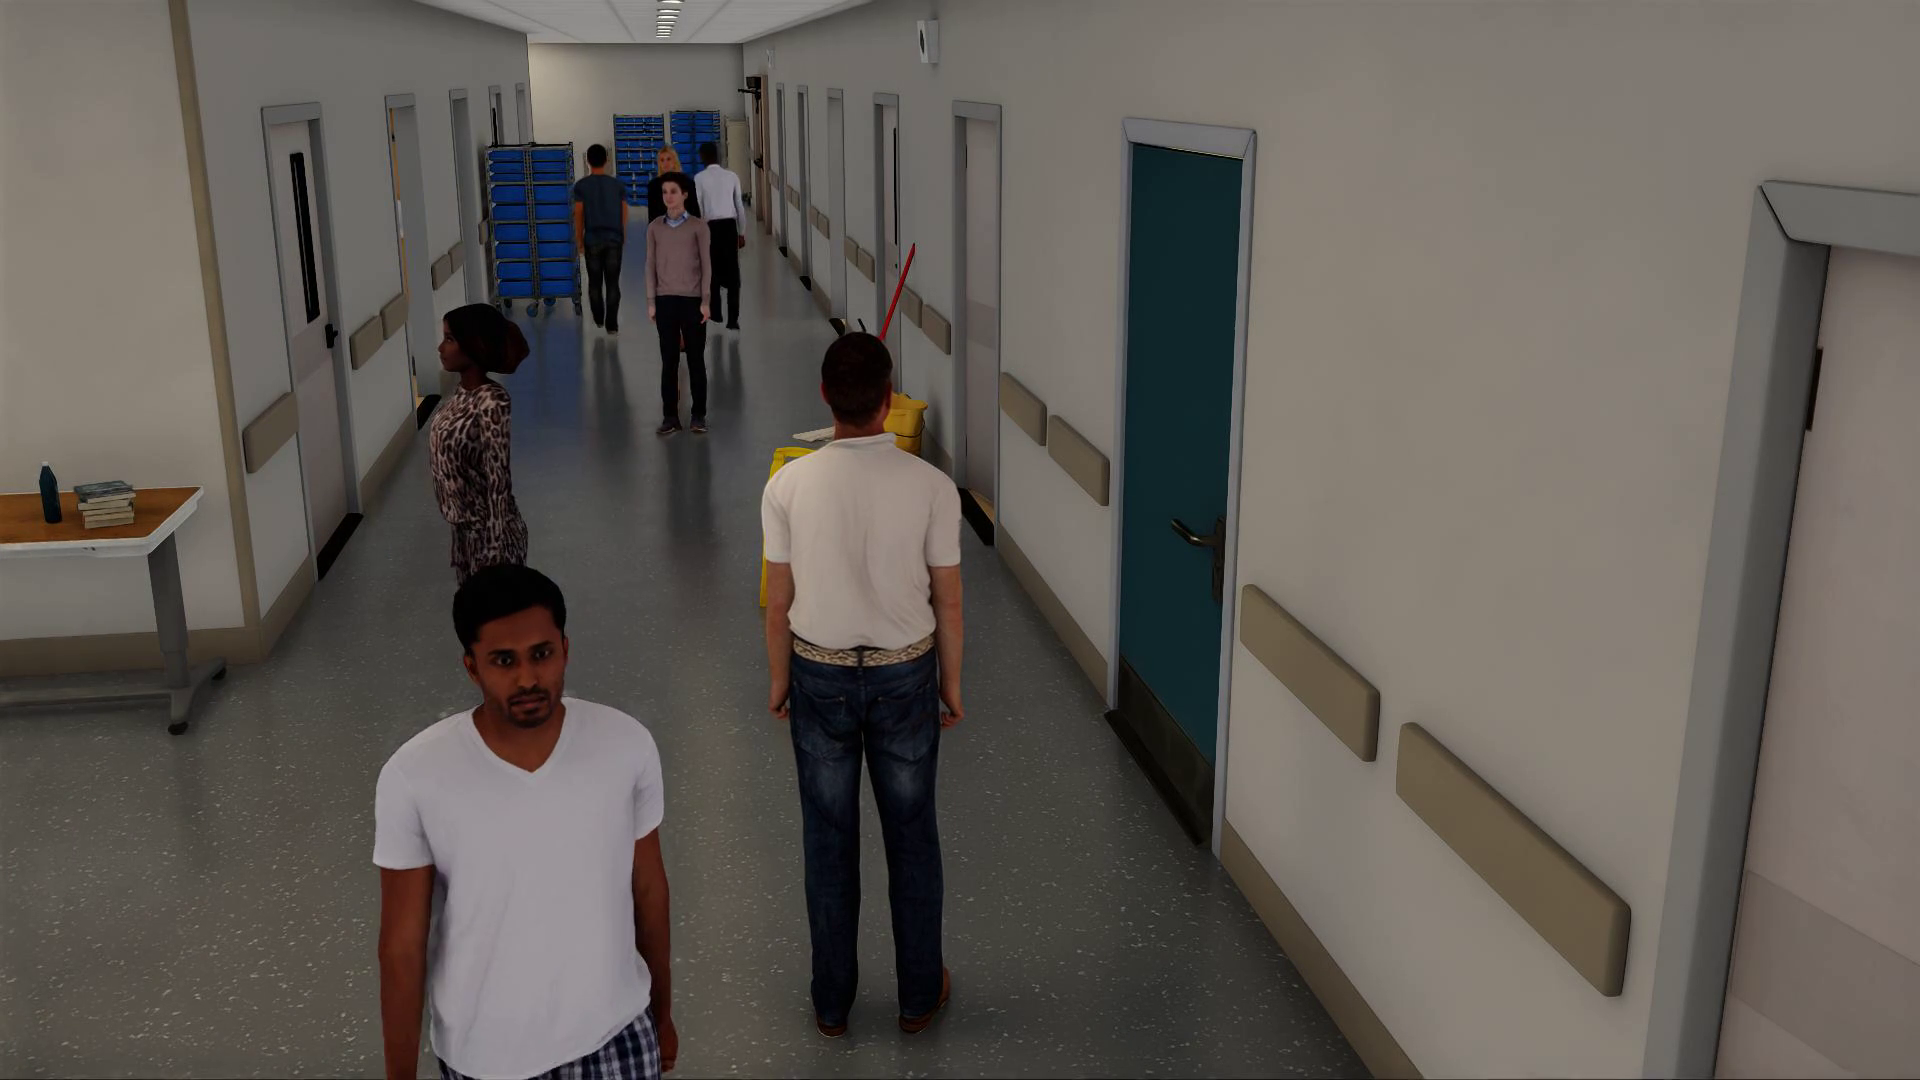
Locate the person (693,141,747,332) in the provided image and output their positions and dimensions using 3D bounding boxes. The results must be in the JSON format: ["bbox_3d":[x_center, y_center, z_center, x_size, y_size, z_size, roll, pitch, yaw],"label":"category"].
[{"bbox_3d":[-2.291,-2.851,15.943,0.744,1.767,1.305,-4,16,-13],"label":"person"}]

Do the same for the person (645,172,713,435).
[{"bbox_3d":[-1.950,-1.665,11.656,0.710,1.810,0.749,2,16,5],"label":"person"}]

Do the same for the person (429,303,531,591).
[{"bbox_3d":[-1.661,0.022,5.851,0.718,1.713,0.616,-9,18,-30],"label":"person"}]

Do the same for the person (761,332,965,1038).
[{"bbox_3d":[-0.253,0.389,4.291,0.697,1.853,0.605,0,16,-1],"label":"person"}]

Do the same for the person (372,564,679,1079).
[{"bbox_3d":[-0.743,0.844,2.954,0.736,1.703,1.004,-5,16,-16],"label":"person"}]

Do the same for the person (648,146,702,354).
[{"bbox_3d":[-2.553,-2.595,14.993,0.684,1.790,1.198,-5,16,-16],"label":"person"}]

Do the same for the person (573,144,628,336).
[{"bbox_3d":[-3.369,-2.803,15.772,0.634,1.767,1.111,-3,16,-10],"label":"person"}]
